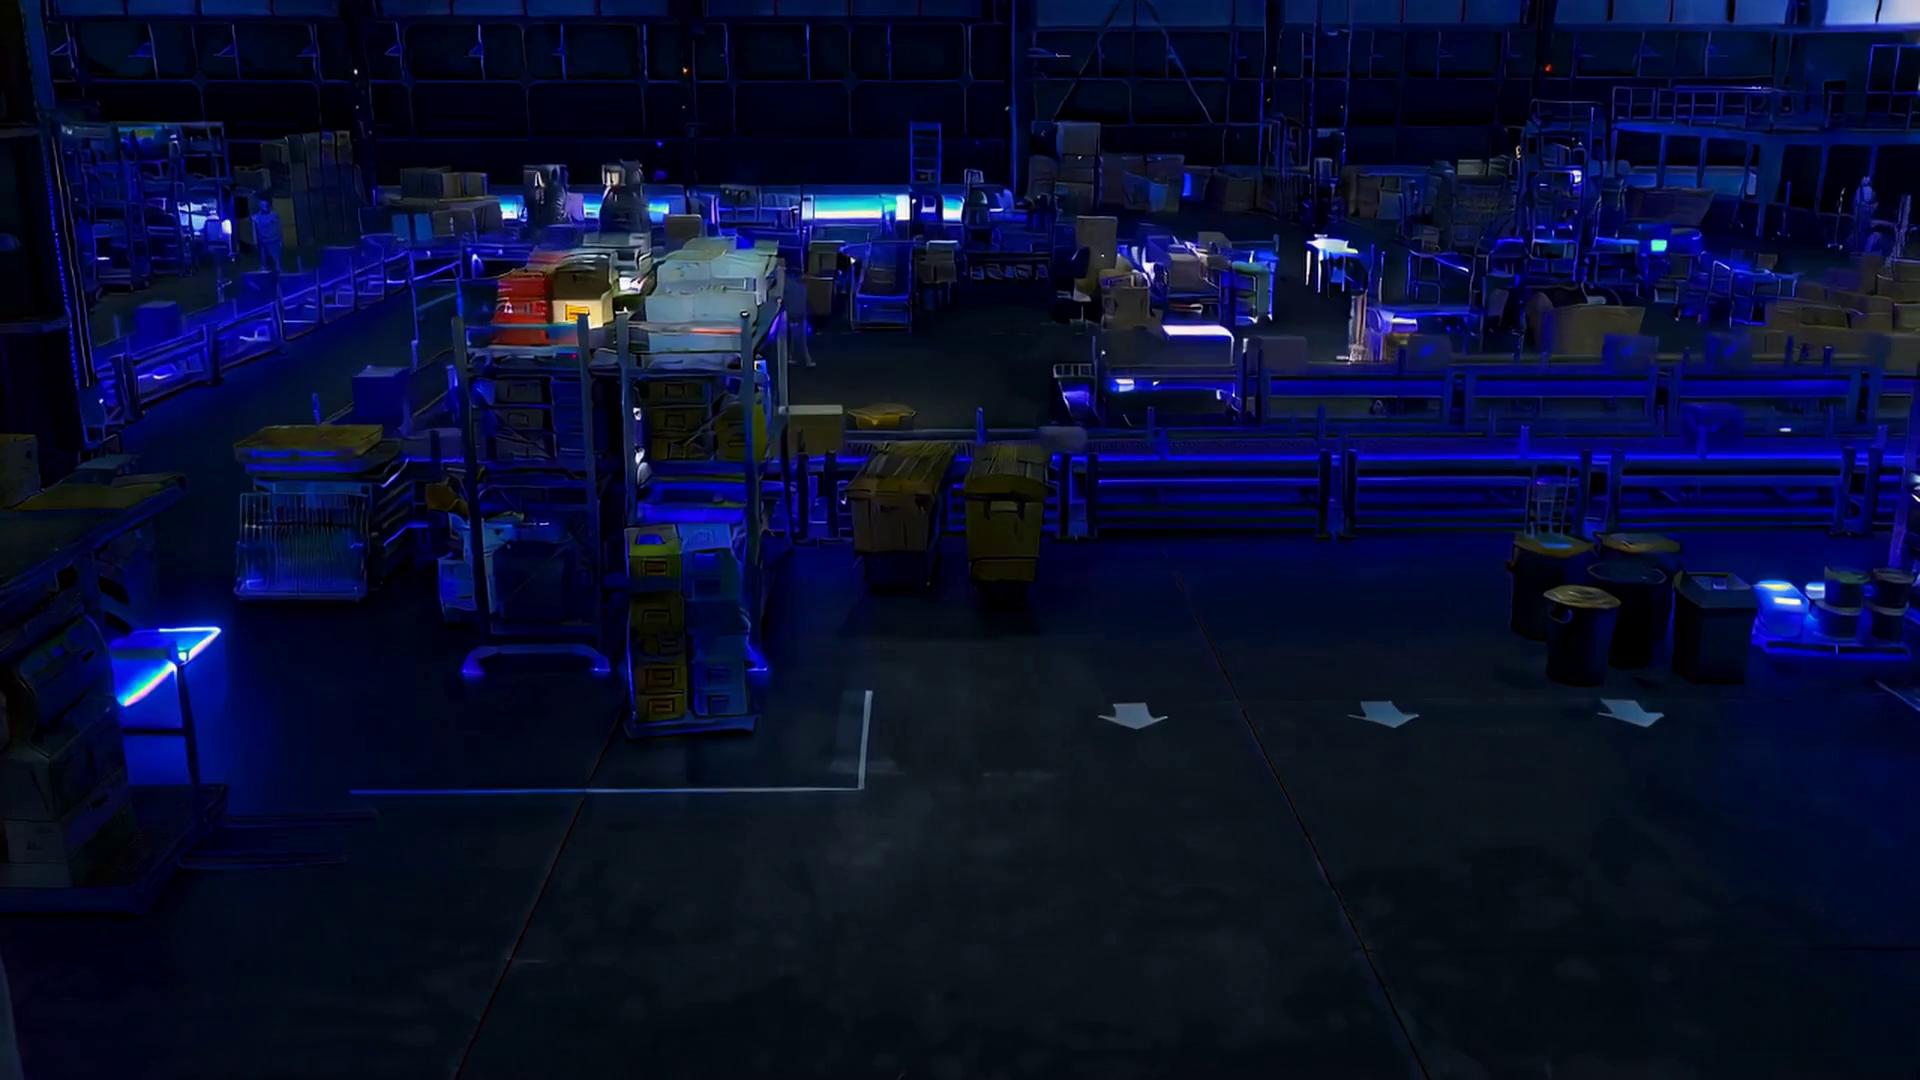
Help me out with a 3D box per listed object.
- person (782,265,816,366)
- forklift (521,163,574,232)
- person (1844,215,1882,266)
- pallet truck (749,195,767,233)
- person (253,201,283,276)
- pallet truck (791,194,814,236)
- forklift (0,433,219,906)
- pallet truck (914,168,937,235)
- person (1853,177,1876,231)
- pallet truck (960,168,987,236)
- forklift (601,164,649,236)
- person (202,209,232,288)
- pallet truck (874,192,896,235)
[{"bbox_3d":[-2.799,-3.817,28.381,0.549,1.719,0.900,-9,18,-29],"label":"person"},{"bbox_3d":[-12.233,-10.122,49.298,1.157,1.987,2.680,0,16,-1],"label":"forklift"},{"bbox_3d":[18.828,-5.779,34.750,0.633,1.985,1.033,11,19,33],"label":"person"},{"bbox_3d":[-6.051,-9.967,50.660,0.680,1.201,1.601,0,16,-1],"label":"pallet truck"},{"bbox_3d":[-16.382,-7.066,39.371,0.650,1.906,0.401,-3,16,-10],"label":"person"},{"bbox_3d":[-4.814,-9.883,50.259,0.704,1.261,1.522,-1,16,-3],"label":"pallet truck"},{"bbox_3d":[-5.952,0.780,10.366,1.873,2.768,1.129,0,16,-1],"label":"forklift"},{"bbox_3d":[-0.989,-10.316,50.507,0.823,1.965,1.885,1,16,3],"label":"pallet truck"},{"bbox_3d":[26.137,-9.540,48.058,0.587,1.867,0.698,1,16,2],"label":"person"},{"bbox_3d":[0.383,-10.230,50.206,0.823,1.965,1.885,-1,16,-3],"label":"pallet truck"},{"bbox_3d":[-9.948,-10.127,49.296,1.157,1.987,2.680,-1,16,-3],"label":"forklift"},{"bbox_3d":[-17.131,-6.744,38.448,0.605,1.792,0.785,-2,16,-8],"label":"person"},{"bbox_3d":[-2.277,-9.986,50.594,0.653,1.274,1.630,0,16,-1],"label":"pallet truck"}]
